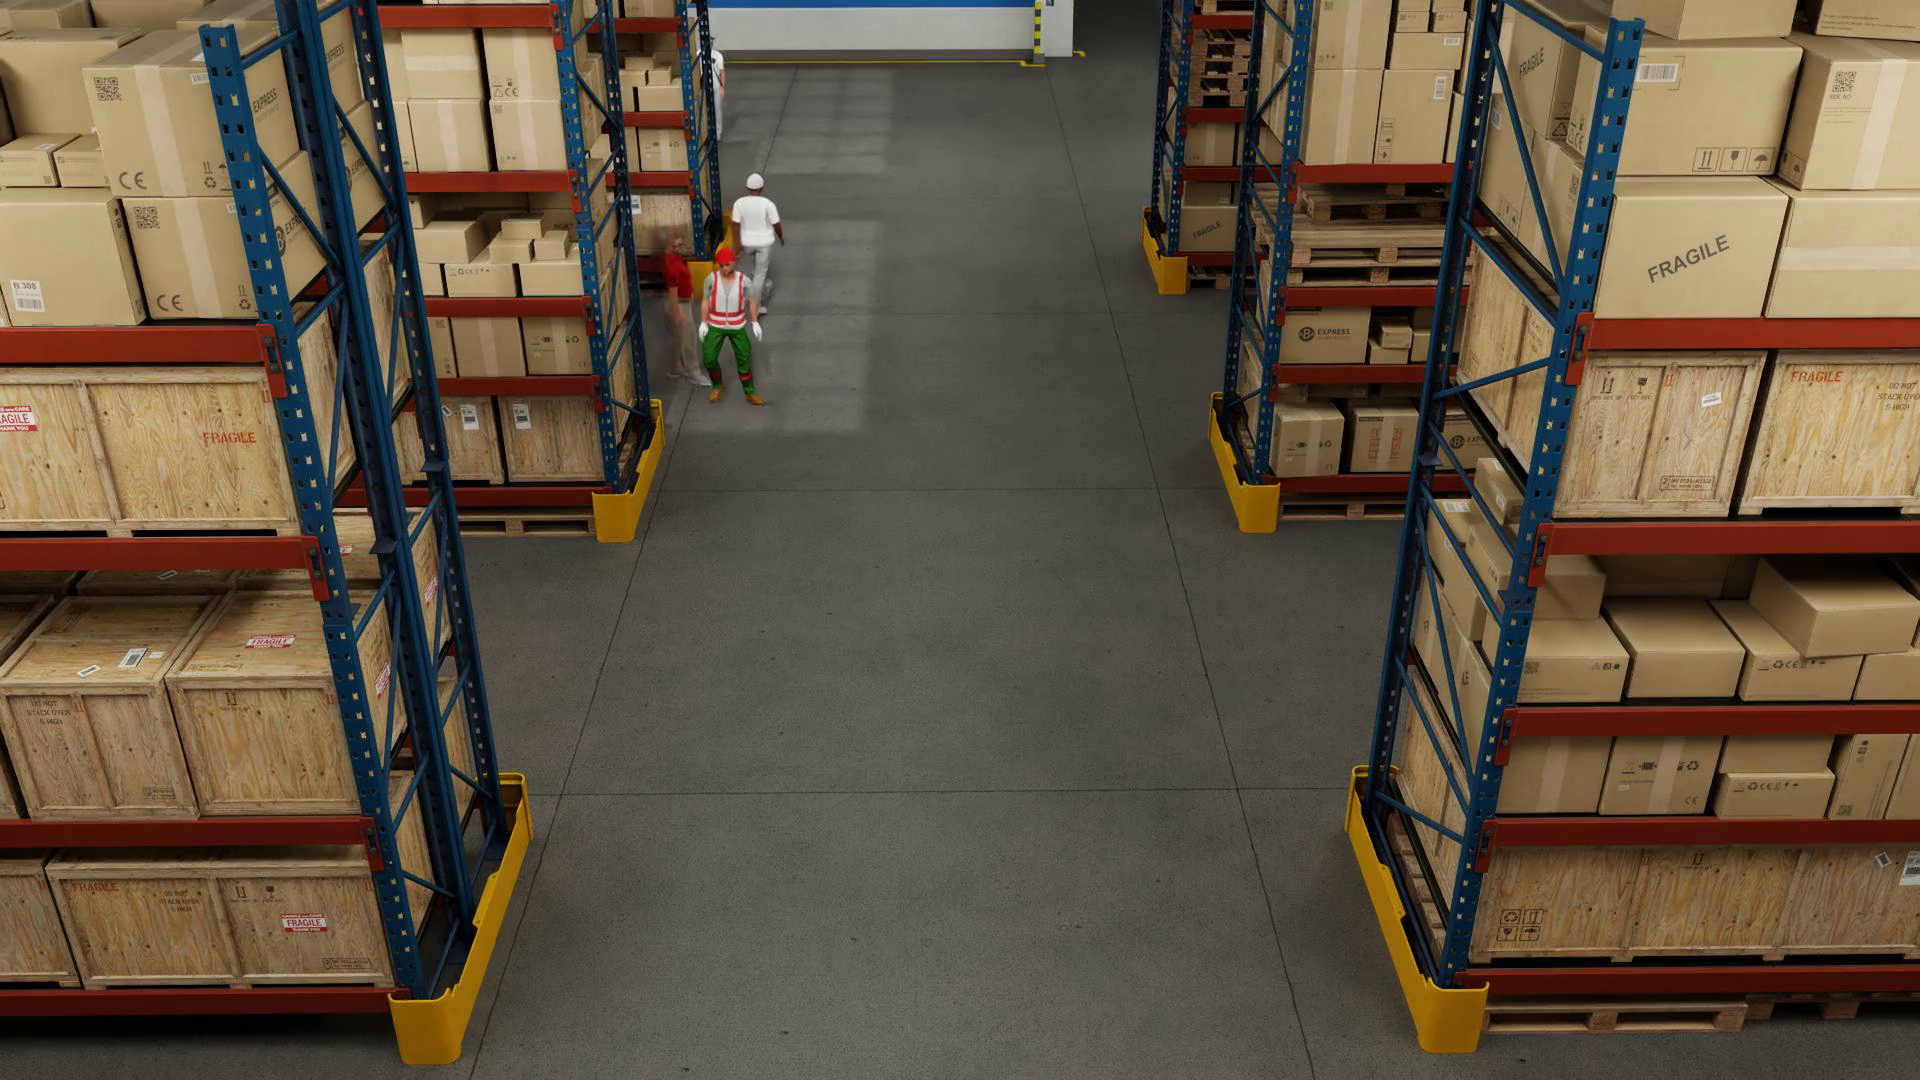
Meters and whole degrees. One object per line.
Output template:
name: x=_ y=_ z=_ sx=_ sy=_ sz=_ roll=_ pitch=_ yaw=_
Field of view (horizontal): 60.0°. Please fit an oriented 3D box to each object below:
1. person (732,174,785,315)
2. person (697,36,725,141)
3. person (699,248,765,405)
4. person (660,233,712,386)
person: x=-2.500 y=-3.775 z=20.913 sx=0.581 sy=1.725 sz=0.988 roll=8 pitch=29 yaw=14
person: x=-4.226 y=-7.634 z=28.051 sx=0.554 sy=1.768 sz=0.494 roll=3 pitch=28 yaw=5
person: x=-2.507 y=-2.319 z=18.146 sx=0.680 sy=1.790 sz=0.377 roll=-4 pitch=29 yaw=-8
person: x=-3.131 y=-2.632 z=18.835 sx=0.491 sy=1.744 sz=0.581 roll=-10 pitch=30 yaw=-18
